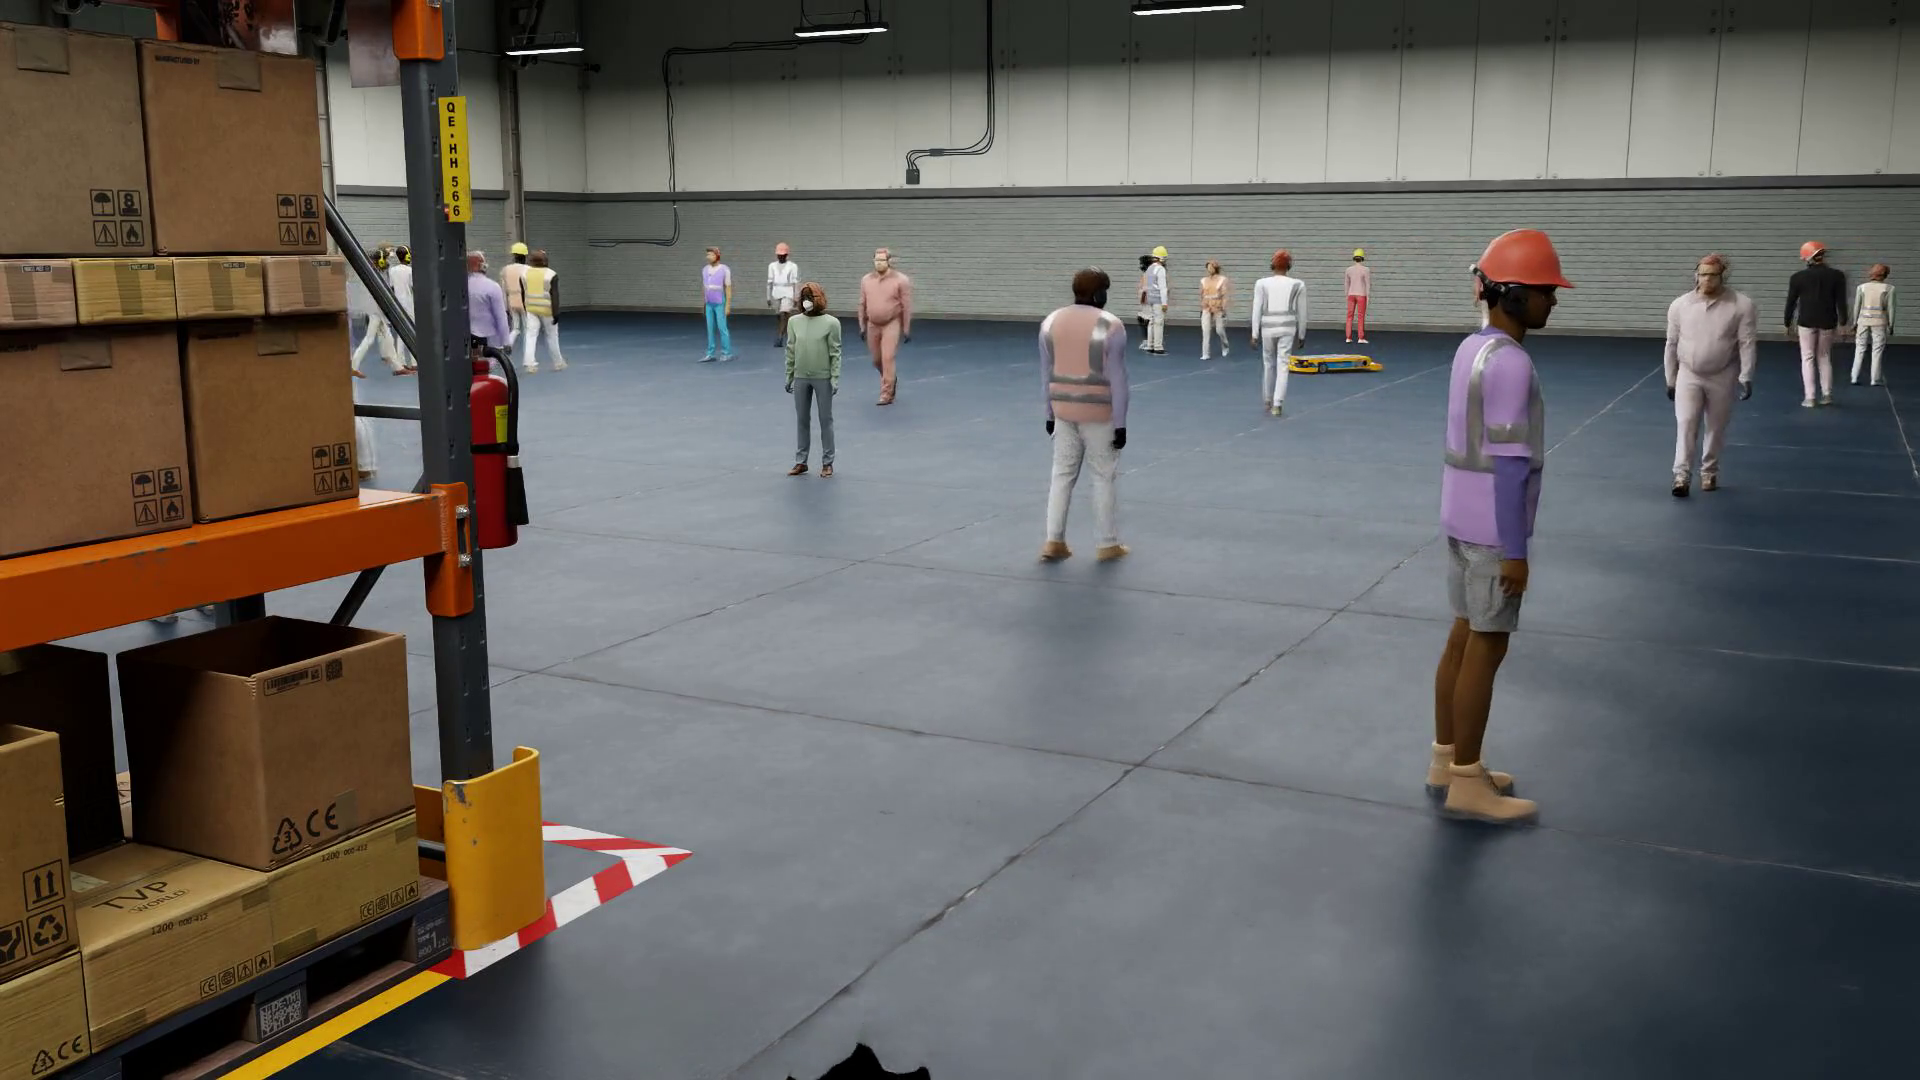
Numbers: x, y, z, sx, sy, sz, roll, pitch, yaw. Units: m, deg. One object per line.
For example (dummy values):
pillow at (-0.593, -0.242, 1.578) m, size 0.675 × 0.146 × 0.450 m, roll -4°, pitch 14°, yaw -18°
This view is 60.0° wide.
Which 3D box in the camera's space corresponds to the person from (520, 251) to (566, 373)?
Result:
person at (-6.207, -3.381, 24.668) m, size 0.635 × 1.798 × 0.957 m, roll 2°, pitch 11°, yaw 10°

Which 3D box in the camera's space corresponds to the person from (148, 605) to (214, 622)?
person at (-4.165, -0.490, 8.751) m, size 0.331 × 1.844 × 0.520 m, roll 9°, pitch 14°, yaw 41°

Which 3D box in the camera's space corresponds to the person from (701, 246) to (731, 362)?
person at (-3.890, -3.762, 26.595) m, size 0.570 × 1.841 × 0.373 m, roll 7°, pitch 13°, yaw 34°

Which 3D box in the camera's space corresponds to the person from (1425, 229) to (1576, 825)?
person at (1.880, -0.046, 5.788) m, size 0.390 × 2.040 × 0.614 m, roll 1°, pitch 10°, yaw 3°

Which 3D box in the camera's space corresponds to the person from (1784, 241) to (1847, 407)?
person at (10.120, -2.554, 19.709) m, size 0.636 × 1.947 × 0.596 m, roll 3°, pitch 11°, yaw 15°

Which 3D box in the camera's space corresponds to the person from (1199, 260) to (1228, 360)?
person at (4.143, -3.748, 27.101) m, size 0.522 × 1.621 × 0.623 m, roll 6°, pitch 12°, yaw 30°

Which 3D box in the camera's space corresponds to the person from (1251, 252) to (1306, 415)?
person at (3.629, -2.350, 18.929) m, size 0.597 × 1.827 × 1.010 m, roll 2°, pitch 11°, yaw 11°

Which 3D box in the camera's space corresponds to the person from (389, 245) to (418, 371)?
person at (-8.221, -3.436, 24.746) m, size 0.508 × 1.872 × 0.329 m, roll 4°, pitch 11°, yaw 21°

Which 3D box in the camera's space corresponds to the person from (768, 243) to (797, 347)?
person at (-3.222, -4.489, 30.437) m, size 0.554 × 1.901 × 0.933 m, roll 3°, pitch 11°, yaw 14°

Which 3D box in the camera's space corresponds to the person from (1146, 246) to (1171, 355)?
person at (3.366, -4.041, 28.160) m, size 0.404 × 1.830 × 0.611 m, roll -3°, pitch 11°, yaw -18°

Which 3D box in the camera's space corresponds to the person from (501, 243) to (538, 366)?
person at (-6.783, -3.603, 25.553) m, size 0.592 × 1.910 × 0.611 m, roll 5°, pitch 11°, yaw 23°

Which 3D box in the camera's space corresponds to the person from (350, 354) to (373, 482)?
person at (-5.224, -1.380, 13.438) m, size 0.875 × 1.900 × 0.654 m, roll -6°, pitch 12°, yaw -31°

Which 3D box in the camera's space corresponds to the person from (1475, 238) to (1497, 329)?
person at (9.224, -4.194, 28.603) m, size 0.646 × 1.965 × 0.751 m, roll 6°, pitch 12°, yaw 31°

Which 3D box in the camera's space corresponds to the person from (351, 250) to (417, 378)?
person at (-8.320, -3.203, 23.664) m, size 0.975 × 1.822 × 0.540 m, roll -6°, pitch 12°, yaw -30°

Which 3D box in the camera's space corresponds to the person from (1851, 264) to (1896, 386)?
person at (12.278, -2.884, 22.369) m, size 0.313 × 1.641 × 0.522 m, roll -9°, pitch 14°, yaw -40°

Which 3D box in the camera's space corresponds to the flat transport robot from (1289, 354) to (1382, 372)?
flat transport robot at (5.492, -2.635, 24.741) m, size 1.431 × 0.197 × 0.652 m, roll -4°, pitch 11°, yaw -22°

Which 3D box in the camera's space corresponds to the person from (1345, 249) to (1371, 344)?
person at (7.446, -4.556, 31.136) m, size 0.525 × 1.771 × 0.303 m, roll 9°, pitch 14°, yaw 40°

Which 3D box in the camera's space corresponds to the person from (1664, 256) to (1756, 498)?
person at (5.813, -1.264, 12.938) m, size 0.653 × 1.856 × 0.992 m, roll 5°, pitch 12°, yaw 26°

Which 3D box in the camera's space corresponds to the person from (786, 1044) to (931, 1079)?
person at (-0.054, 1.033, 1.049) m, size 0.495 × 1.625 × 0.280 m, roll -2°, pitch 11°, yaw -9°

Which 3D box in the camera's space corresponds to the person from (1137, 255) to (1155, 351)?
person at (3.240, -4.136, 29.085) m, size 0.495 × 1.669 × 0.562 m, roll 2°, pitch 11°, yaw 13°

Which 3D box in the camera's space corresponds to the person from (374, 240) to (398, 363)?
person at (-9.133, -3.785, 26.469) m, size 0.374 × 1.936 × 0.628 m, roll -2°, pitch 11°, yaw -13°

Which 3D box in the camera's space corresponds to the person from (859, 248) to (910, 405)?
person at (-0.893, -2.587, 20.111) m, size 0.653 × 1.884 × 0.792 m, roll 4°, pitch 11°, yaw 22°

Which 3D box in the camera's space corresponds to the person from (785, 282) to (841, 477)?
person at (-1.239, -1.346, 13.996) m, size 0.499 × 1.633 × 0.286 m, roll 3°, pitch 11°, yaw 17°

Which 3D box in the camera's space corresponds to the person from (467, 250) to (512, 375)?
person at (-5.122, -2.135, 17.666) m, size 0.644 × 1.876 × 0.936 m, roll 5°, pitch 12°, yaw 25°

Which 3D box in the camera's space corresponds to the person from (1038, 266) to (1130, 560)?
person at (0.793, -0.777, 10.360) m, size 0.636 × 1.848 × 0.429 m, roll 8°, pitch 13°, yaw 36°
